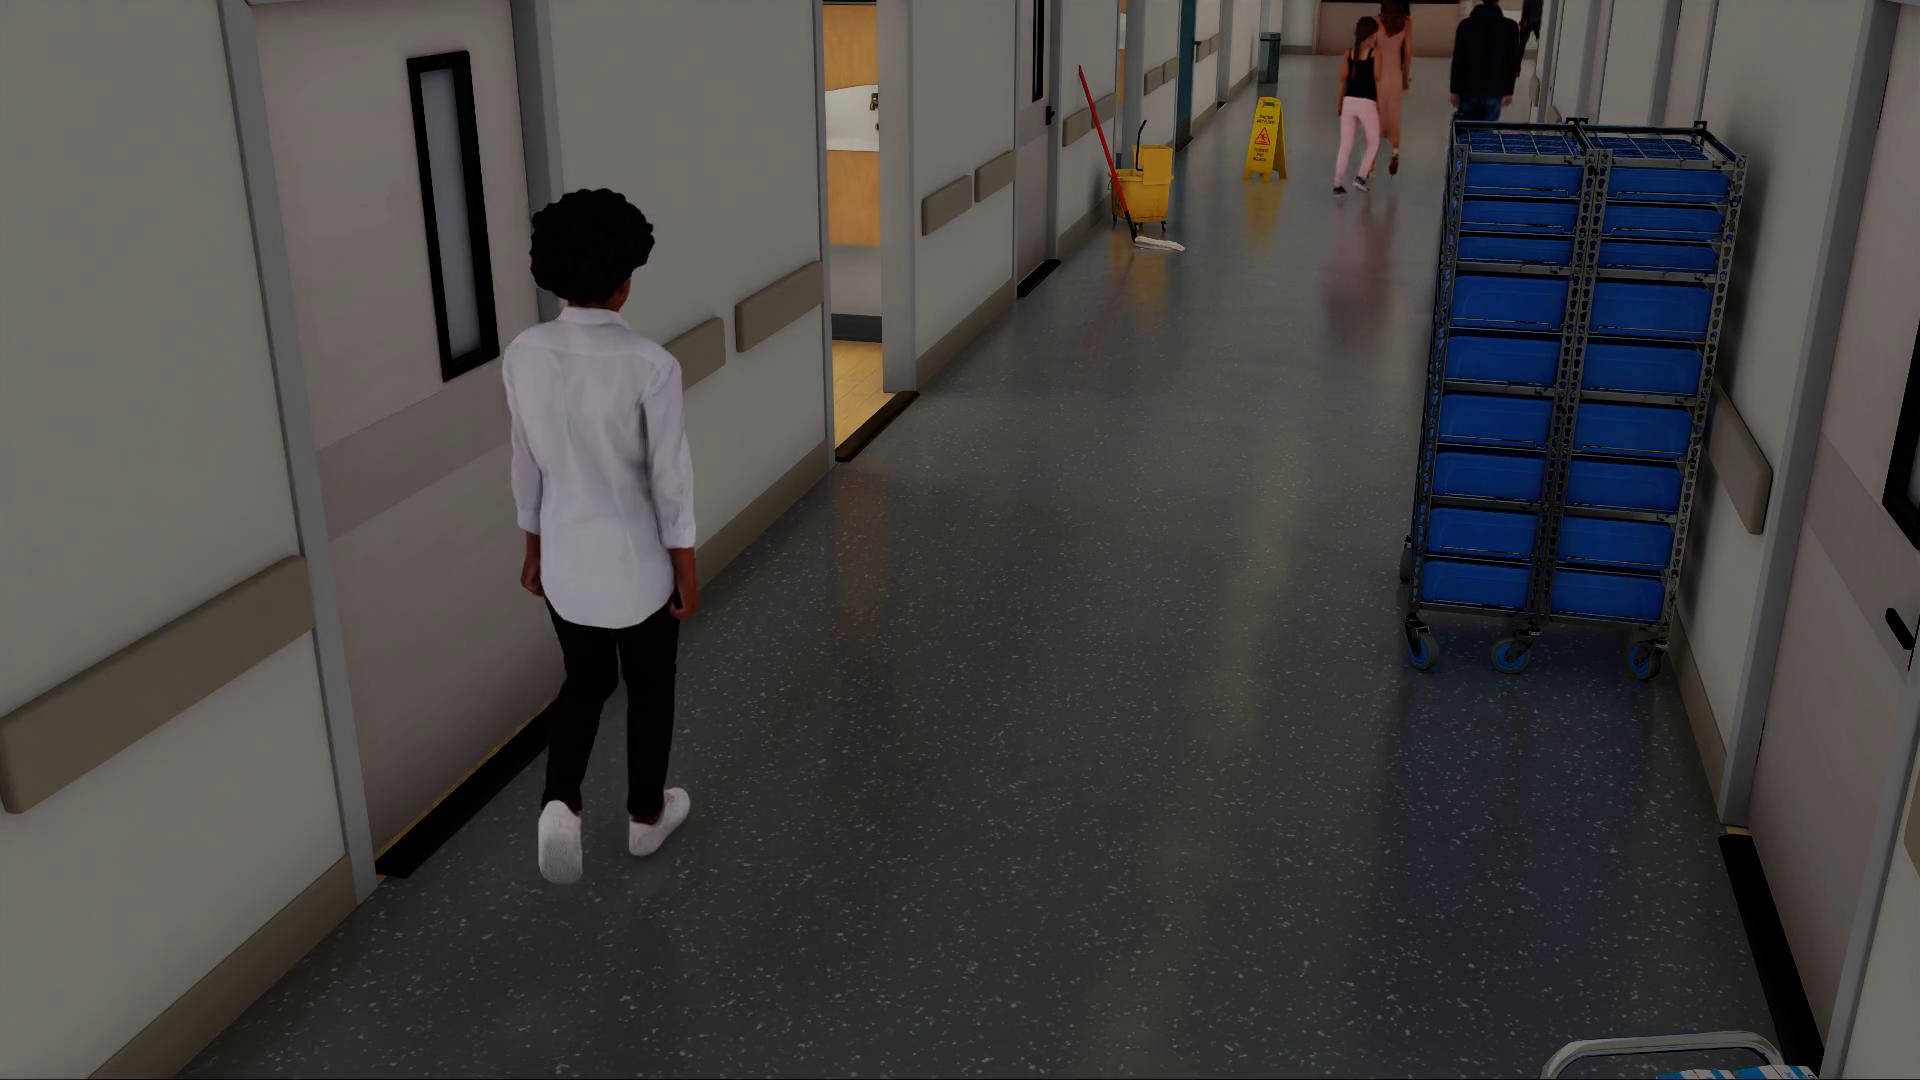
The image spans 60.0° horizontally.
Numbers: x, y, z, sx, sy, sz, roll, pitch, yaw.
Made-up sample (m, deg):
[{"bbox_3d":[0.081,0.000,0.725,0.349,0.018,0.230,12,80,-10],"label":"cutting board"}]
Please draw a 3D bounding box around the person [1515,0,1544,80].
[{"bbox_3d":[8.544,-7.672,24.532,1.090,1.798,1.312,-5,21,-14],"label":"person"}]

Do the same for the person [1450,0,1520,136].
[{"bbox_3d":[4.389,-3.739,14.055,0.744,1.864,0.924,9,23,23],"label":"person"}]

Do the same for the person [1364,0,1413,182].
[{"bbox_3d":[3.926,-4.182,15.293,0.766,1.816,1.043,-1,21,-2],"label":"person"}]

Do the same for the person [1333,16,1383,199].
[{"bbox_3d":[3.503,-3.784,14.616,0.622,1.552,0.669,11,23,26],"label":"person"}]

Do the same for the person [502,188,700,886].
[{"bbox_3d":[-0.911,0.054,4.140,0.650,1.795,0.904,5,21,13],"label":"person"}]

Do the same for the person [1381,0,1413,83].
[{"bbox_3d":[6.344,-7.708,24.513,1.141,1.880,1.157,19,28,40],"label":"person"}]
